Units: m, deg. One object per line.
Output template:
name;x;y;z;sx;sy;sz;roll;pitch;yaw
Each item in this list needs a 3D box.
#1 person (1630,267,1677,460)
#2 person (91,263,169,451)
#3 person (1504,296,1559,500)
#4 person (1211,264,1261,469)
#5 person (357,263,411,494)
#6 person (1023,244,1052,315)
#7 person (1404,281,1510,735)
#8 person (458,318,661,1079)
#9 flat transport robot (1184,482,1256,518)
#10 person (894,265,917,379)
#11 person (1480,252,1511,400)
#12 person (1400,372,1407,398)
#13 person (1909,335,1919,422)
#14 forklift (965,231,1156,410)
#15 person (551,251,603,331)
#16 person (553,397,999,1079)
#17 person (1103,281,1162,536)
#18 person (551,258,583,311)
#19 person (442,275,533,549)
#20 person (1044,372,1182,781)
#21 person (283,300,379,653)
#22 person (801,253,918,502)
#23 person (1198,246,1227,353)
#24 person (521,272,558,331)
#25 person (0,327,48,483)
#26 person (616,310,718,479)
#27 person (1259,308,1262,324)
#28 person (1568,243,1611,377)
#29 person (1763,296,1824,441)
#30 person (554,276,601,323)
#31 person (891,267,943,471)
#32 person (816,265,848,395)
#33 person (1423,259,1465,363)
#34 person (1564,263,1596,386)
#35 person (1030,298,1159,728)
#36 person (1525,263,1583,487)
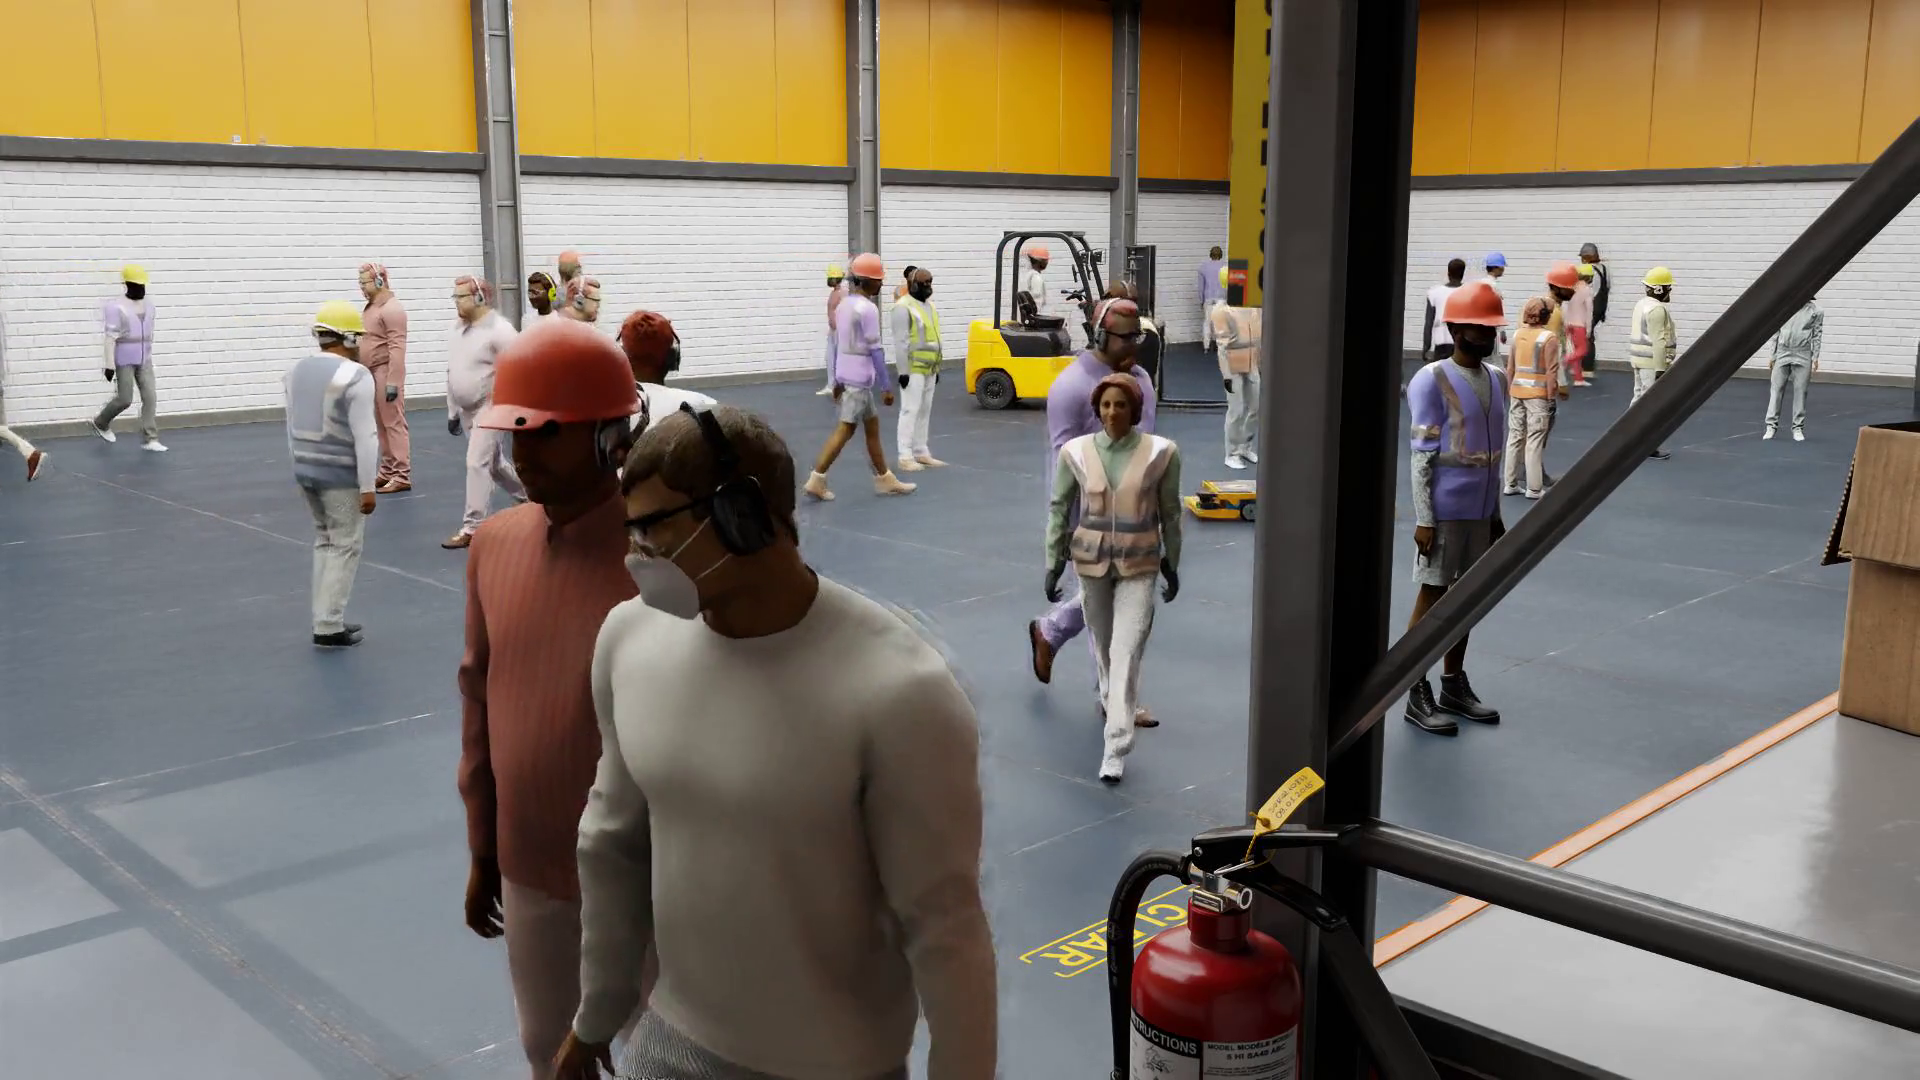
person;6.636;-1.691;15.933;0.404;1.833;0.589;1;10;3
person;-8.298;-1.809;16.498;0.815;1.878;0.598;4;11;23
person;4.642;-1.149;13.505;0.314;1.639;0.517;-5;11;-23
person;2.546;-1.567;15.159;0.703;1.877;0.394;-8;13;-38
person;-4.820;-1.341;13.838;0.407;1.903;0.639;-8;13;-36
person;0.921;-2.924;22.165;0.799;2.020;0.615;-2;11;-11
person;2.166;-0.138;7.179;0.543;1.939;0.355;-7;13;-34
person;-0.689;0.584;3.100;0.615;1.992;0.391;5;12;26
flat transport robot;2.477;-0.318;12.709;1.431;0.197;0.652;0;10;-2
person;-0.736;-3.212;24.622;0.530;1.689;0.321;4;11;22
person;6.890;-2.720;21.344;0.980;1.896;0.633;1;10;5
person;3.724;-1.373;14.637;0.672;1.677;0.552;-3;11;-16
person;6.921;-0.902;11.668;0.800;1.826;0.526;-2;11;-10
forklift;1.222;-2.721;20.561;2.313;2.155;1.214;2;11;13
person;-4.502;-2.339;19.149;0.657;1.937;1.020;2;11;12
person;-0.276;0.747;2.418;0.729;1.915;0.409;6;12;29
person;1.180;-0.861;11.428;0.529;1.826;0.647;-4;11;-20
person;-4.234;-2.061;17.790;0.991;1.902;0.645;-3;11;-15
person;-3.281;-0.916;11.613;0.650;1.868;0.931;8;13;37
person;0.618;0.116;6.736;0.537;1.588;0.878;3;11;15
person;-3.263;-0.336;8.640;0.599;1.804;0.548;7;12;32
person;-0.844;-1.296;13.348;1.022;1.998;0.612;-4;11;-23
person;4.615;-4.340;30.088;0.632;1.940;0.372;4;11;22
person;-3.183;-1.114;12.749;0.531;1.852;0.398;7;12;33
person;-8.058;-1.315;13.812;0.625;1.852;0.546;-3;11;-16
person;-1.119;0.096;6.107;0.657;1.861;0.461;1;10;6
person;5.211;-4.222;29.317;0.613;1.988;0.402;-1;10;-7
person;9.394;-3.483;25.135;0.712;2.000;0.703;-8;13;-38
person;8.680;-1.899;17.311;0.483;1.745;0.305;5;12;26
person;-2.638;-0.807;11.034;0.562;1.872;0.672;-2;11;-8
person;-0.374;-1.556;15.176;0.429;1.840;0.633;5;12;27
person;-1.555;-2.818;22.354;0.745;1.743;0.520;-5;12;-25
person;5.470;-2.170;18.446;0.622;1.862;1.002;3;11;18
person;8.660;-3.017;23.416;0.648;1.749;0.529;-2;11;-13
person;0.602;-0.146;7.433;0.791;1.871;0.650;10;14;42
person;5.042;-1.408;14.232;0.393;1.904;0.710;2;11;11
